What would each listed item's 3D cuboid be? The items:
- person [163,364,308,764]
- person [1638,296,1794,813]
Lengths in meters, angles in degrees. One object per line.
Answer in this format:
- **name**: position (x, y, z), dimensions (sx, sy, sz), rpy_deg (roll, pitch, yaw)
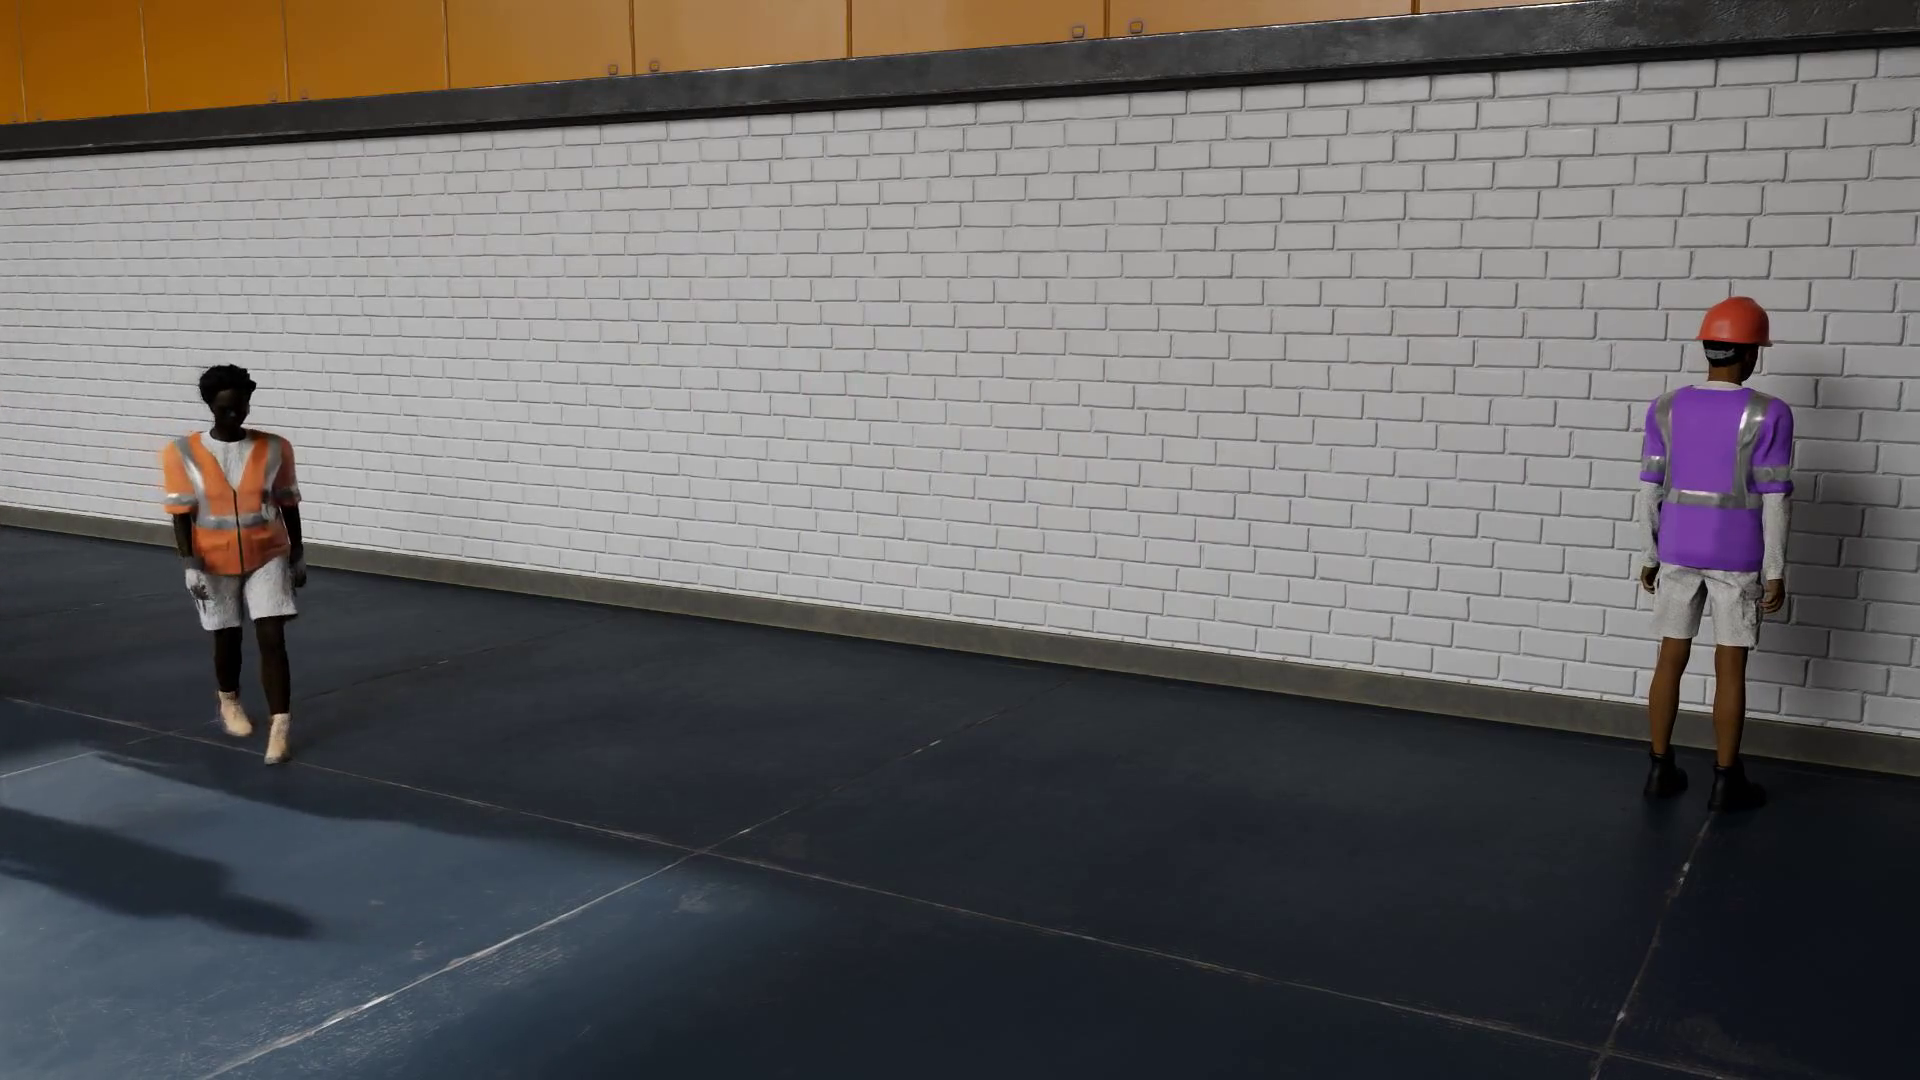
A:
- **person**: position (-3.058, 0.074, 7.042), dimensions (0.537, 1.660, 0.744), rpy_deg (-5, 10, -26)
- **person**: position (2.866, 0.053, 6.314), dimensions (0.374, 1.935, 0.552), rpy_deg (-8, 12, -43)
